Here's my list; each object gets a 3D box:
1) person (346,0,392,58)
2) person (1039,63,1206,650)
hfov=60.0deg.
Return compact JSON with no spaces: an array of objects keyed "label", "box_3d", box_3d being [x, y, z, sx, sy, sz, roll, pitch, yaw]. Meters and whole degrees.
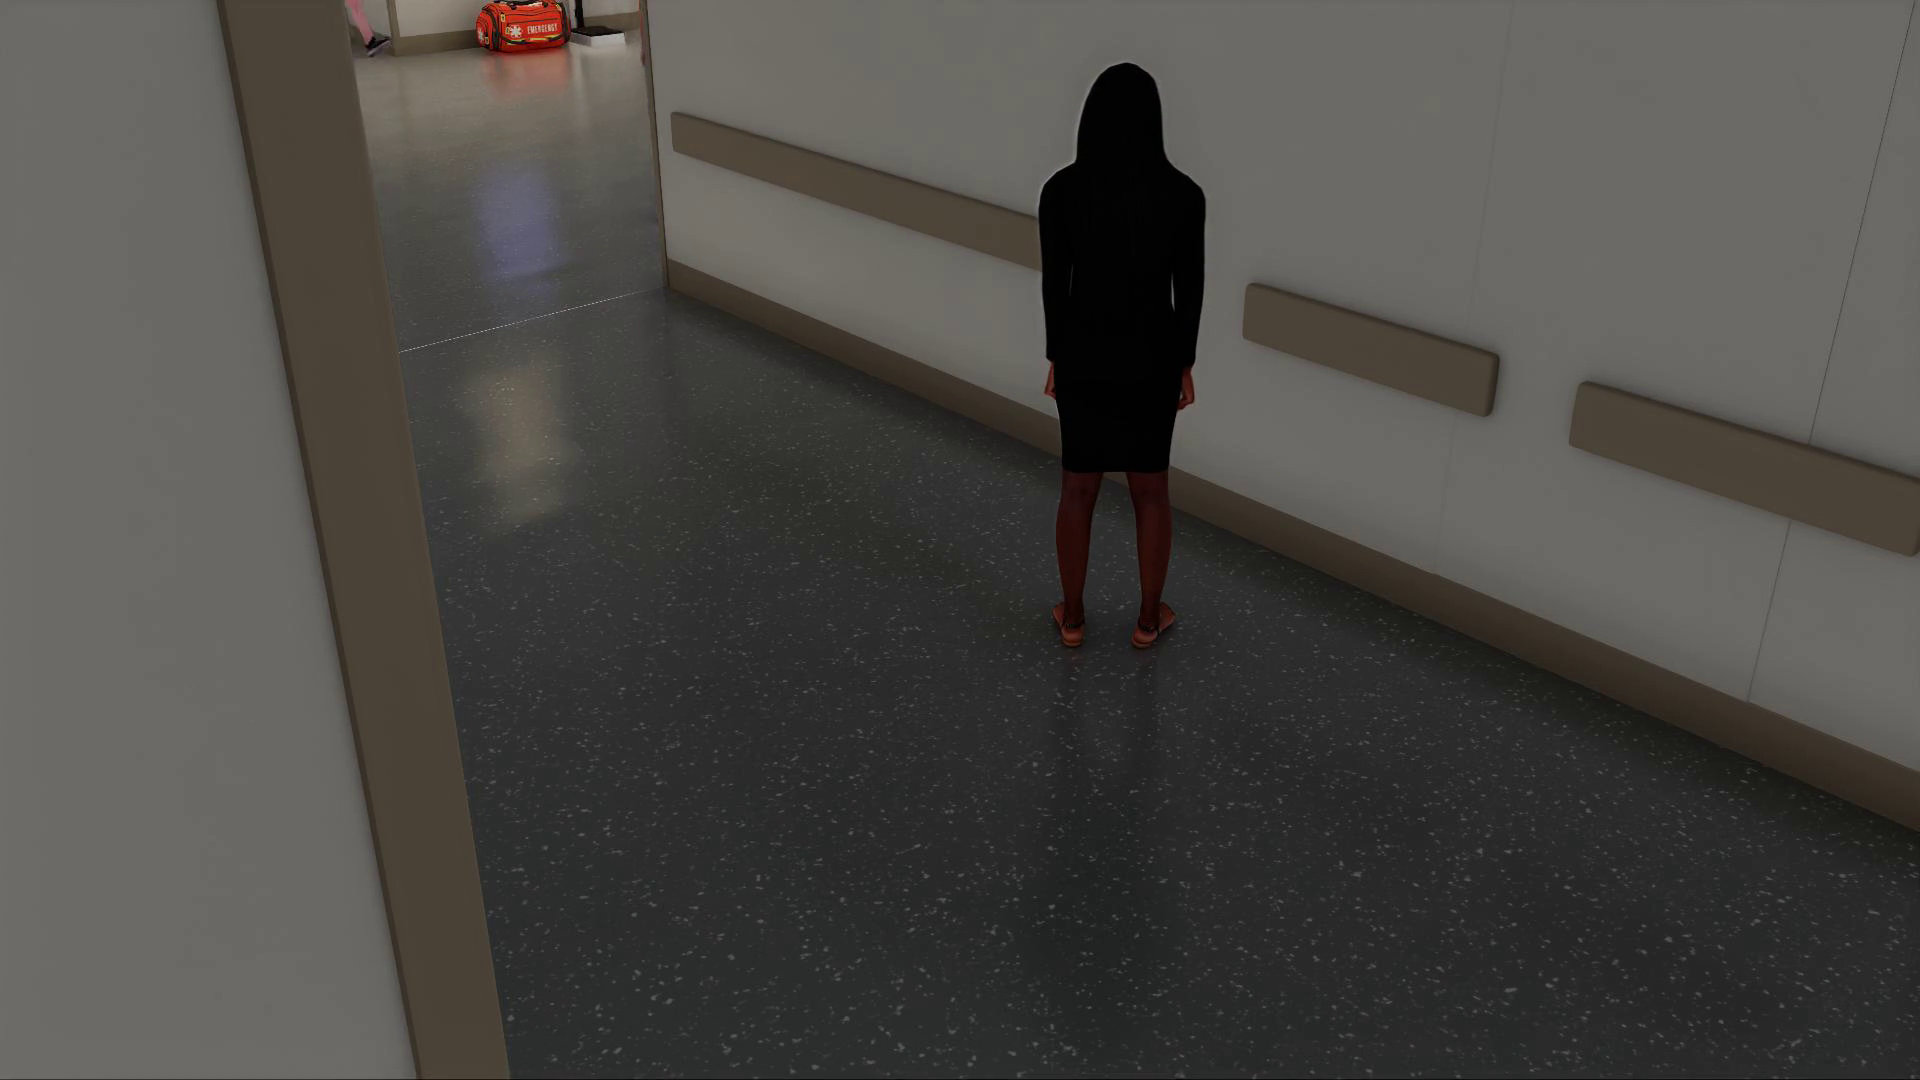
[{"label":"person","box_3d":[-5.327,-4.835,13.996,0.747,1.521,0.960,18,31,33]},{"label":"person","box_3d":[0.451,-0.493,4.762,0.678,1.720,0.729,3,26,7]}]
